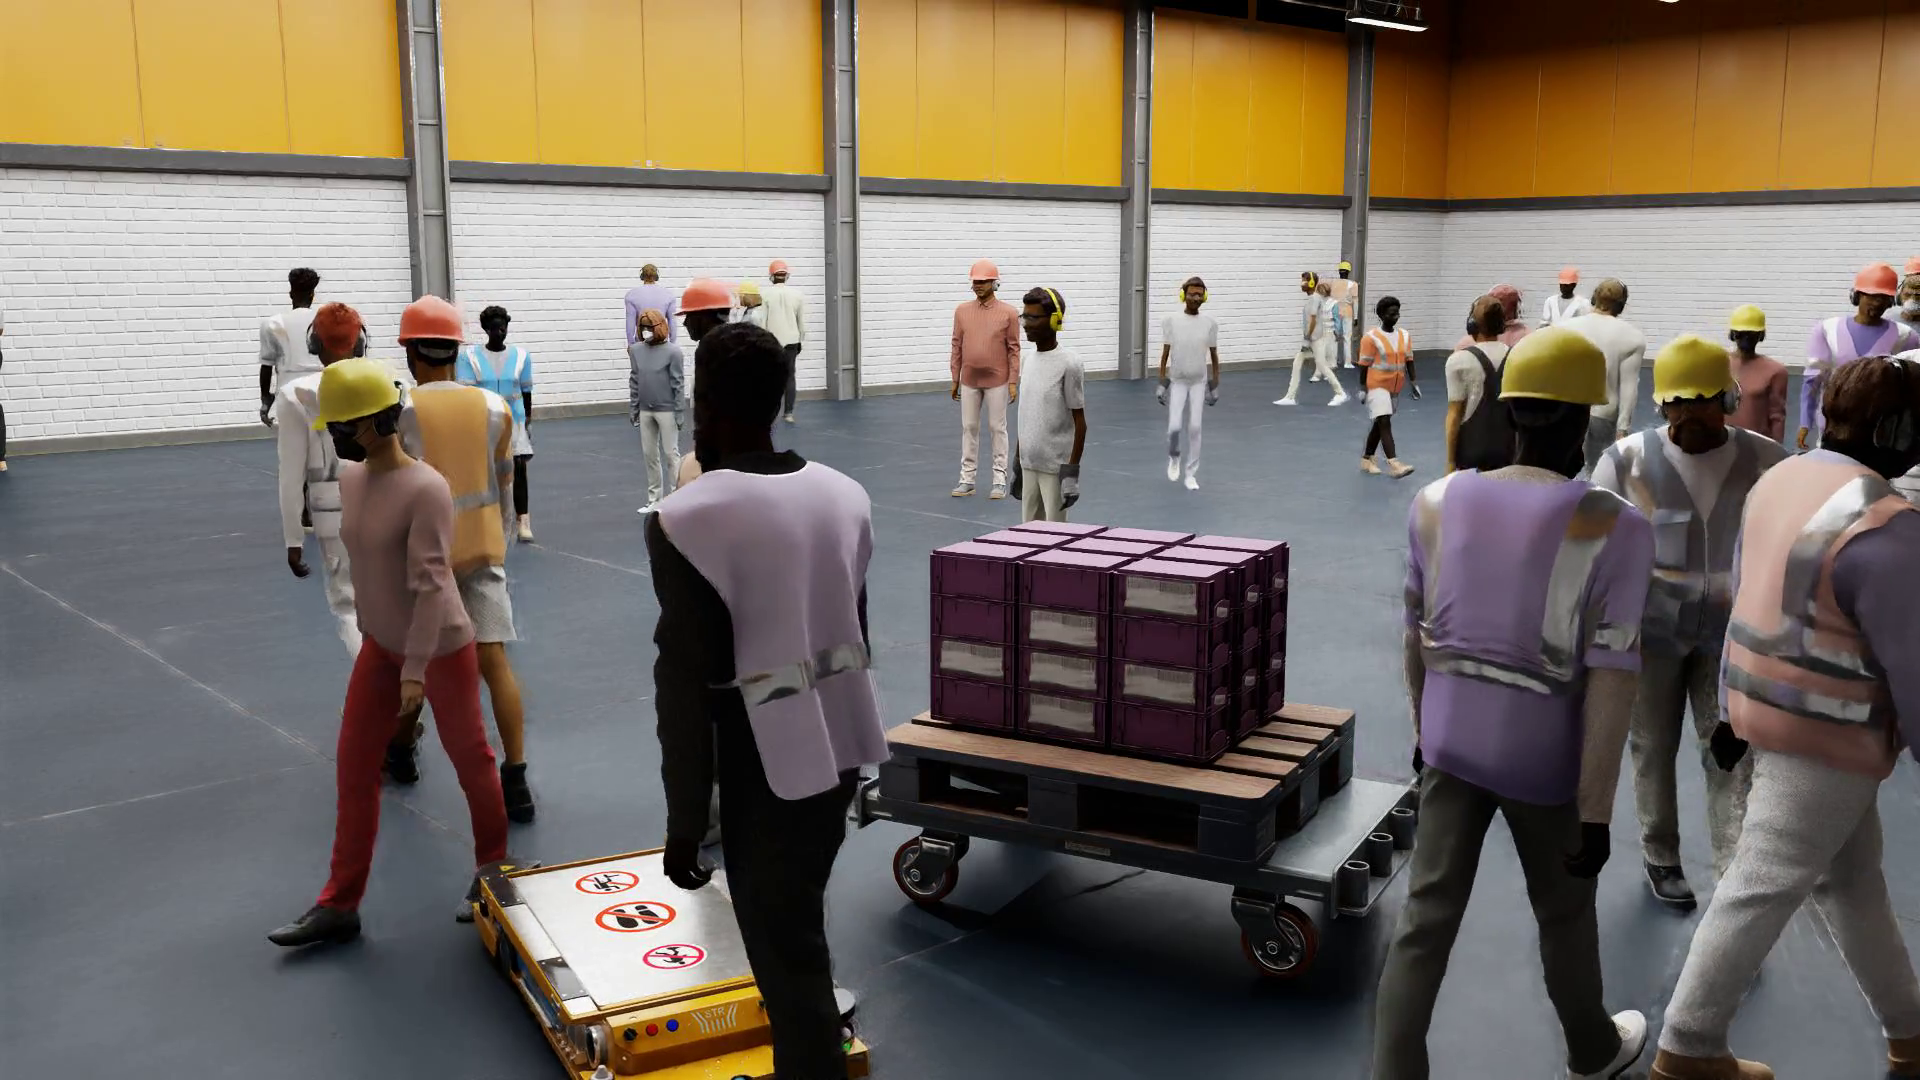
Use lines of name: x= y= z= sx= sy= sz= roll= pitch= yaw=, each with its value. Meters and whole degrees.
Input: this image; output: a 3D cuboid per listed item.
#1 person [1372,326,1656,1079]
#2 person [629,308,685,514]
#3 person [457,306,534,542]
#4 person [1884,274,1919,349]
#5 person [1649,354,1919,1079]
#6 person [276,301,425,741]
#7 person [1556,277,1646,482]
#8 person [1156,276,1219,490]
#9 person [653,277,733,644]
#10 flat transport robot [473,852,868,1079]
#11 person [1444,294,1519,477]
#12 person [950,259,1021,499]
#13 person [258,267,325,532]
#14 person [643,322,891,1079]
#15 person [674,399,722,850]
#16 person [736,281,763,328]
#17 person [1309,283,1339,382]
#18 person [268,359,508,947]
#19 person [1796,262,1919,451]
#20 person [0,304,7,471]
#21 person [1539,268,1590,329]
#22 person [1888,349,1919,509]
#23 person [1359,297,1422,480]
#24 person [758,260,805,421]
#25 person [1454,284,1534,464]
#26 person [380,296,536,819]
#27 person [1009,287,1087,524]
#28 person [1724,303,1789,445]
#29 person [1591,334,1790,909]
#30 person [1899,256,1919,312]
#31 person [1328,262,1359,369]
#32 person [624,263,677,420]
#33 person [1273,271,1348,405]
person: x=1.248 y=0.459 z=3.765 sx=0.608 sy=1.868 sz=1.018 roll=9 pitch=13 yaw=43
person: x=-2.360 y=-0.993 z=12.990 sx=0.497 sy=1.624 sz=0.309 roll=5 pitch=11 yaw=26
person: x=-3.255 y=-0.802 z=11.730 sx=0.540 sy=1.671 sz=0.705 roll=-4 pitch=10 yaw=-21
person: x=6.440 y=-0.853 z=11.361 sx=0.655 sy=1.895 sz=0.910 roll=9 pitch=13 yaw=42
person: x=2.116 y=0.465 z=3.932 sx=0.911 sy=1.790 sz=0.624 roll=1 pitch=10 yaw=6
person: x=-2.440 y=-0.056 z=6.853 sx=0.647 sy=1.848 sz=0.871 roll=-9 pitch=13 yaw=-42
person: x=4.289 y=-0.841 z=11.325 sx=0.643 sy=1.891 sz=1.017 roll=4 pitch=10 yaw=21
person: x=1.985 y=-1.363 z=14.476 sx=0.548 sy=1.851 sz=0.460 roll=0 pitch=10 yaw=1
person: x=-1.303 y=-0.378 z=8.514 sx=0.746 sy=1.909 sz=0.576 roll=3 pitch=10 yaw=15
flat transport robot: x=-0.838 y=1.132 z=4.486 sx=0.652 sy=0.197 sz=1.431 roll=-5 pitch=11 yaw=-27
person: x=2.978 y=-0.465 z=9.337 sx=0.520 sy=1.824 sz=0.861 roll=-1 pitch=10 yaw=-6
person: x=0.201 y=-1.338 z=13.906 sx=0.610 sy=1.996 sz=0.378 roll=4 pitch=10 yaw=20
person: x=-4.841 y=-1.037 z=12.291 sx=0.623 sy=1.937 sz=0.595 roll=-7 pitch=12 yaw=-34
person: x=-0.405 y=0.501 z=3.478 sx=0.586 sy=1.888 sz=0.589 roll=6 pitch=11 yaw=31
person: x=-0.762 y=0.265 z=5.554 sx=0.311 sy=1.642 sz=0.513 roll=-9 pitch=13 yaw=-42
person: x=-2.346 y=-2.013 z=18.598 sx=0.295 sy=1.744 sz=0.487 roll=-4 pitch=10 yaw=-20
person: x=5.896 y=-3.369 z=26.960 sx=0.529 sy=1.597 sz=0.844 roll=10 pitch=14 yaw=44
person: x=-1.673 y=0.337 z=4.866 sx=0.552 sy=1.714 sz=0.819 roll=6 pitch=12 yaw=34
person: x=5.655 y=-0.752 z=10.504 sx=0.618 sy=1.999 sz=1.046 roll=6 pitch=11 yaw=30
person: x=-9.203 y=-1.618 z=15.413 sx=0.538 sy=2.000 sz=0.681 roll=0 pitch=10 yaw=2
person: x=7.321 y=-2.345 z=20.148 sx=1.007 sy=1.891 sz=0.559 roll=-9 pitch=13 yaw=-43
person: x=4.650 y=-0.257 z=7.897 sx=0.585 sy=1.882 sz=0.337 roll=3 pitch=10 yaw=17
person: x=3.917 y=-1.376 z=15.126 sx=0.536 sy=1.648 sz=0.867 roll=-5 pitch=11 yaw=-28
person: x=-2.245 y=-2.468 z=20.603 sx=0.632 sy=1.958 sz=0.885 roll=-4 pitch=10 yaw=-20
person: x=3.357 y=-0.654 z=10.328 sx=0.669 sy=1.859 sz=1.006 roll=0 pitch=10 yaw=-2
person: x=-1.884 y=0.054 z=6.120 sx=0.548 sy=1.883 sz=0.995 roll=-8 pitch=12 yaw=-38
person: x=0.426 y=-0.356 z=8.530 sx=0.316 sy=1.867 sz=0.531 roll=-7 pitch=12 yaw=-34
person: x=4.753 y=-0.581 z=10.177 sx=0.527 sy=1.745 sz=0.573 roll=4 pitch=10 yaw=22
person: x=2.174 y=0.300 z=4.930 sx=0.608 sy=1.790 sz=0.844 roll=2 pitch=10 yaw=13
person: x=10.294 y=-2.019 z=17.839 sx=0.549 sy=2.026 sz=0.611 roll=-1 pitch=10 yaw=-7
person: x=6.895 y=-4.044 z=29.967 sx=0.585 sy=1.922 sz=0.372 roll=6 pitch=11 yaw=31
person: x=-3.789 y=-2.426 z=20.439 sx=0.636 sy=1.939 sz=0.362 roll=-3 pitch=10 yaw=-19
person: x=4.806 y=-2.719 z=22.507 sx=0.968 sy=1.828 sz=0.532 roll=-1 pitch=10 yaw=-6
